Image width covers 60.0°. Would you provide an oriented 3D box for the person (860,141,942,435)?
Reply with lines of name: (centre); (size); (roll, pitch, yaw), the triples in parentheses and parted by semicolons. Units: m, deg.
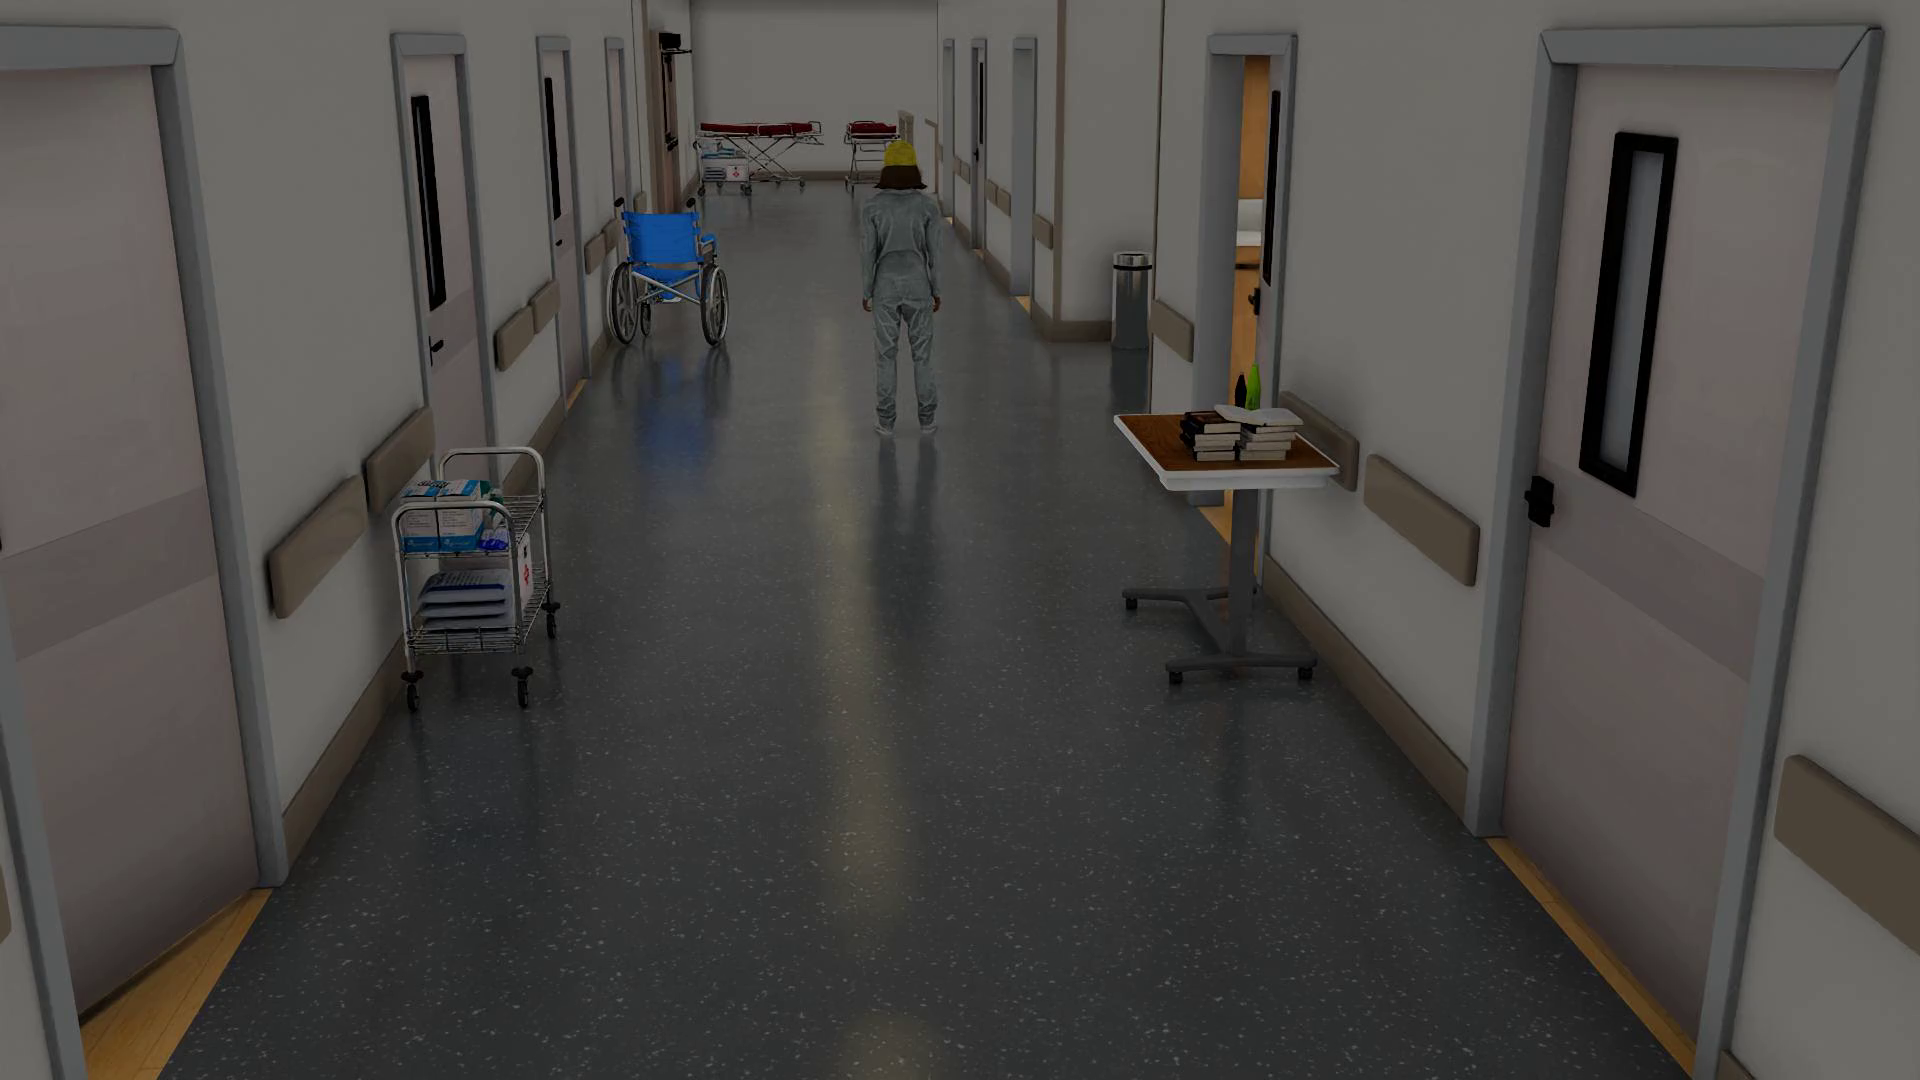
person: (-0.351, -1.500, 9.976); (0.491, 1.741, 0.323); (-1, 17, -5)
